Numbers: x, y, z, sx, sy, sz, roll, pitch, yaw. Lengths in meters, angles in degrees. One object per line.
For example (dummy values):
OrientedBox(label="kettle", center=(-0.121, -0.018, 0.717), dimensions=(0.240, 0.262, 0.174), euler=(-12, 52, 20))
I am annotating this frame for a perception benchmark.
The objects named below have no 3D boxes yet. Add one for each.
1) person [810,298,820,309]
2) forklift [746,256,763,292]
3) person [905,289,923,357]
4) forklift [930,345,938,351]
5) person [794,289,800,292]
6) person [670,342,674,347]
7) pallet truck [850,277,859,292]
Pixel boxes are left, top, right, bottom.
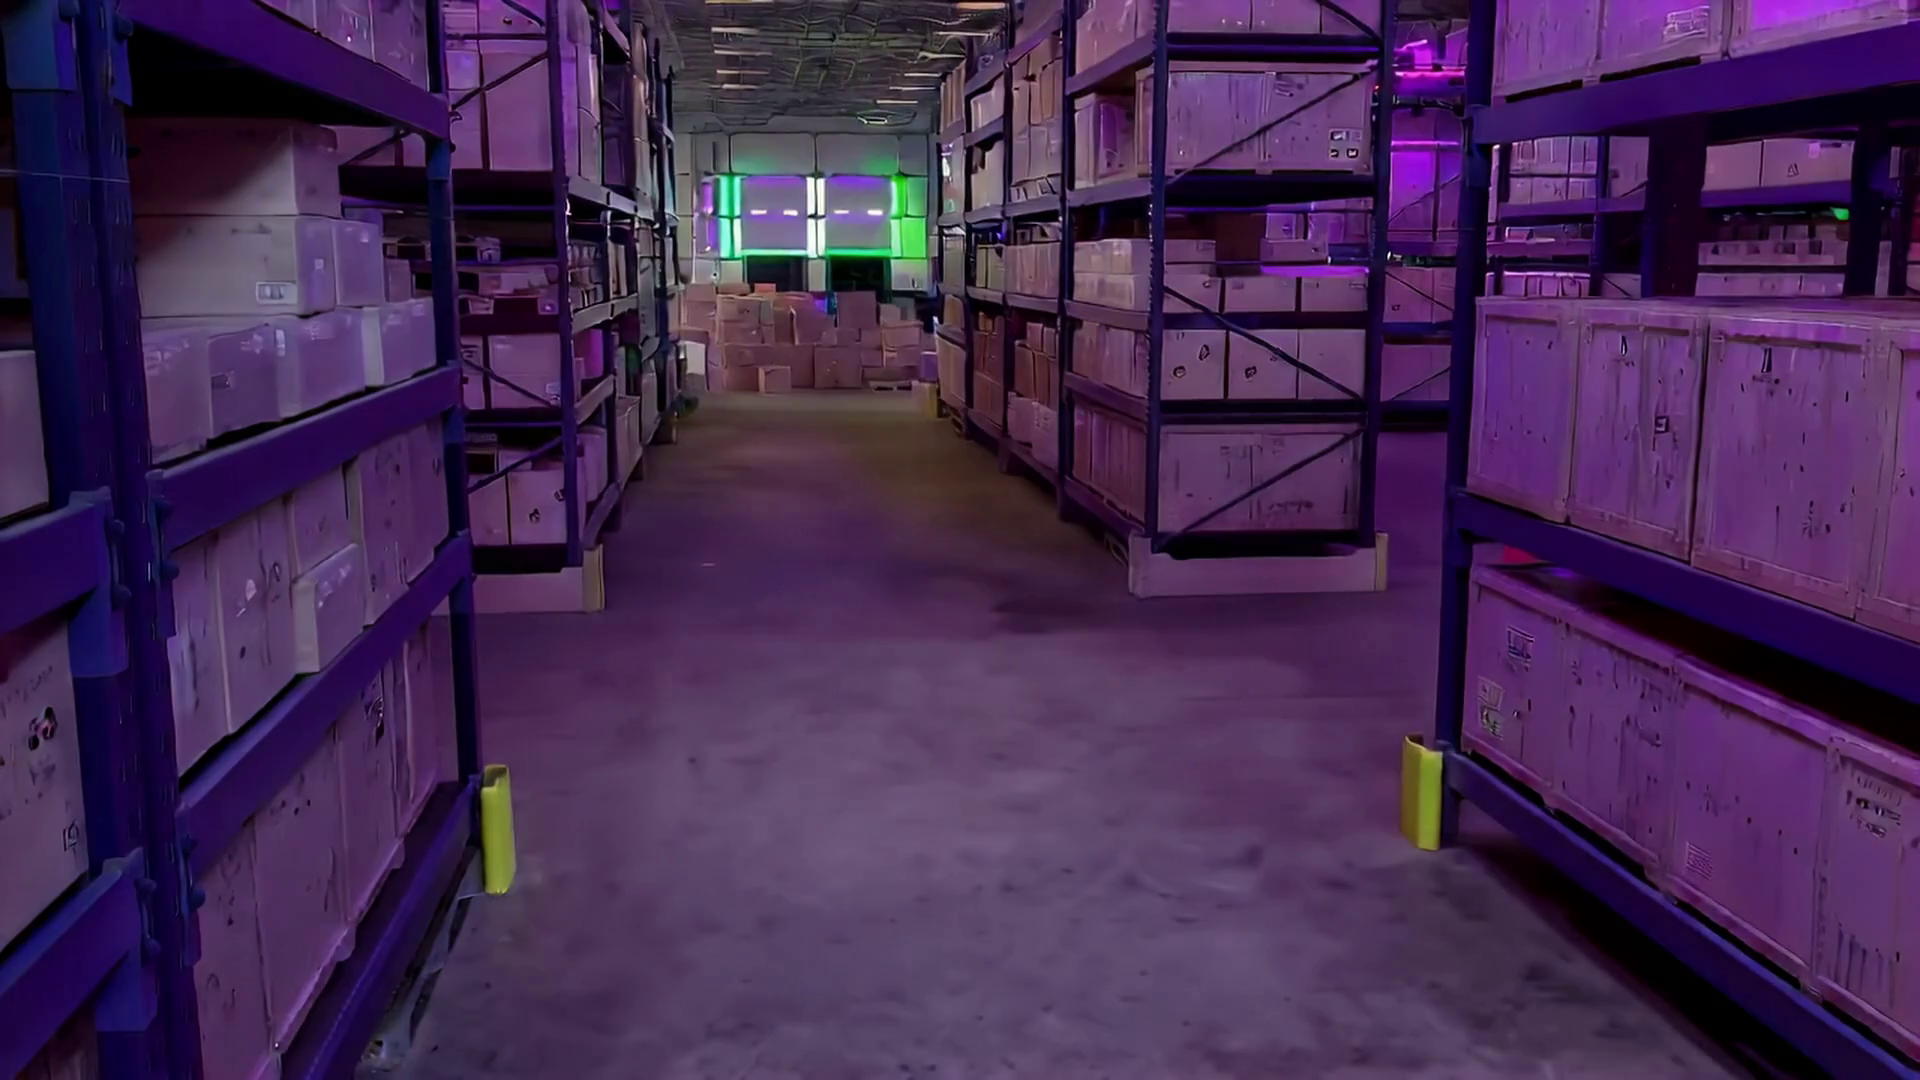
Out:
OrientedBox(label="person", center=(-3.560, -5.008, 40.768), dimensions=(0.428, 1.838, 0.628), euler=(-5, 11, -29))
OrientedBox(label="forklift", center=(-7.237, -8.630, 58.809), dimensions=(1.873, 2.768, 1.129), euler=(-4, 11, -24))
OrientedBox(label="person", center=(-1.291, -6.123, 47.009), dimensions=(0.485, 1.918, 0.657), euler=(3, 10, 19))
OrientedBox(label="forklift", center=(0.327, -4.295, 33.572), dimensions=(1.129, 2.768, 1.873), euler=(7, 12, 37))
OrientedBox(label="person", center=(-5.766, -7.978, 58.475), dimensions=(0.538, 1.689, 0.446), euler=(8, 12, 38))
OrientedBox(label="person", center=(-5.792, -3.735, 32.913), dimensions=(0.437, 1.978, 0.657), euler=(-3, 10, -17))
OrientedBox(label="pallet truck", center=(-3.782, -9.391, 65.808), dimensions=(1.885, 1.965, 0.823), euler=(2, 10, 10))
